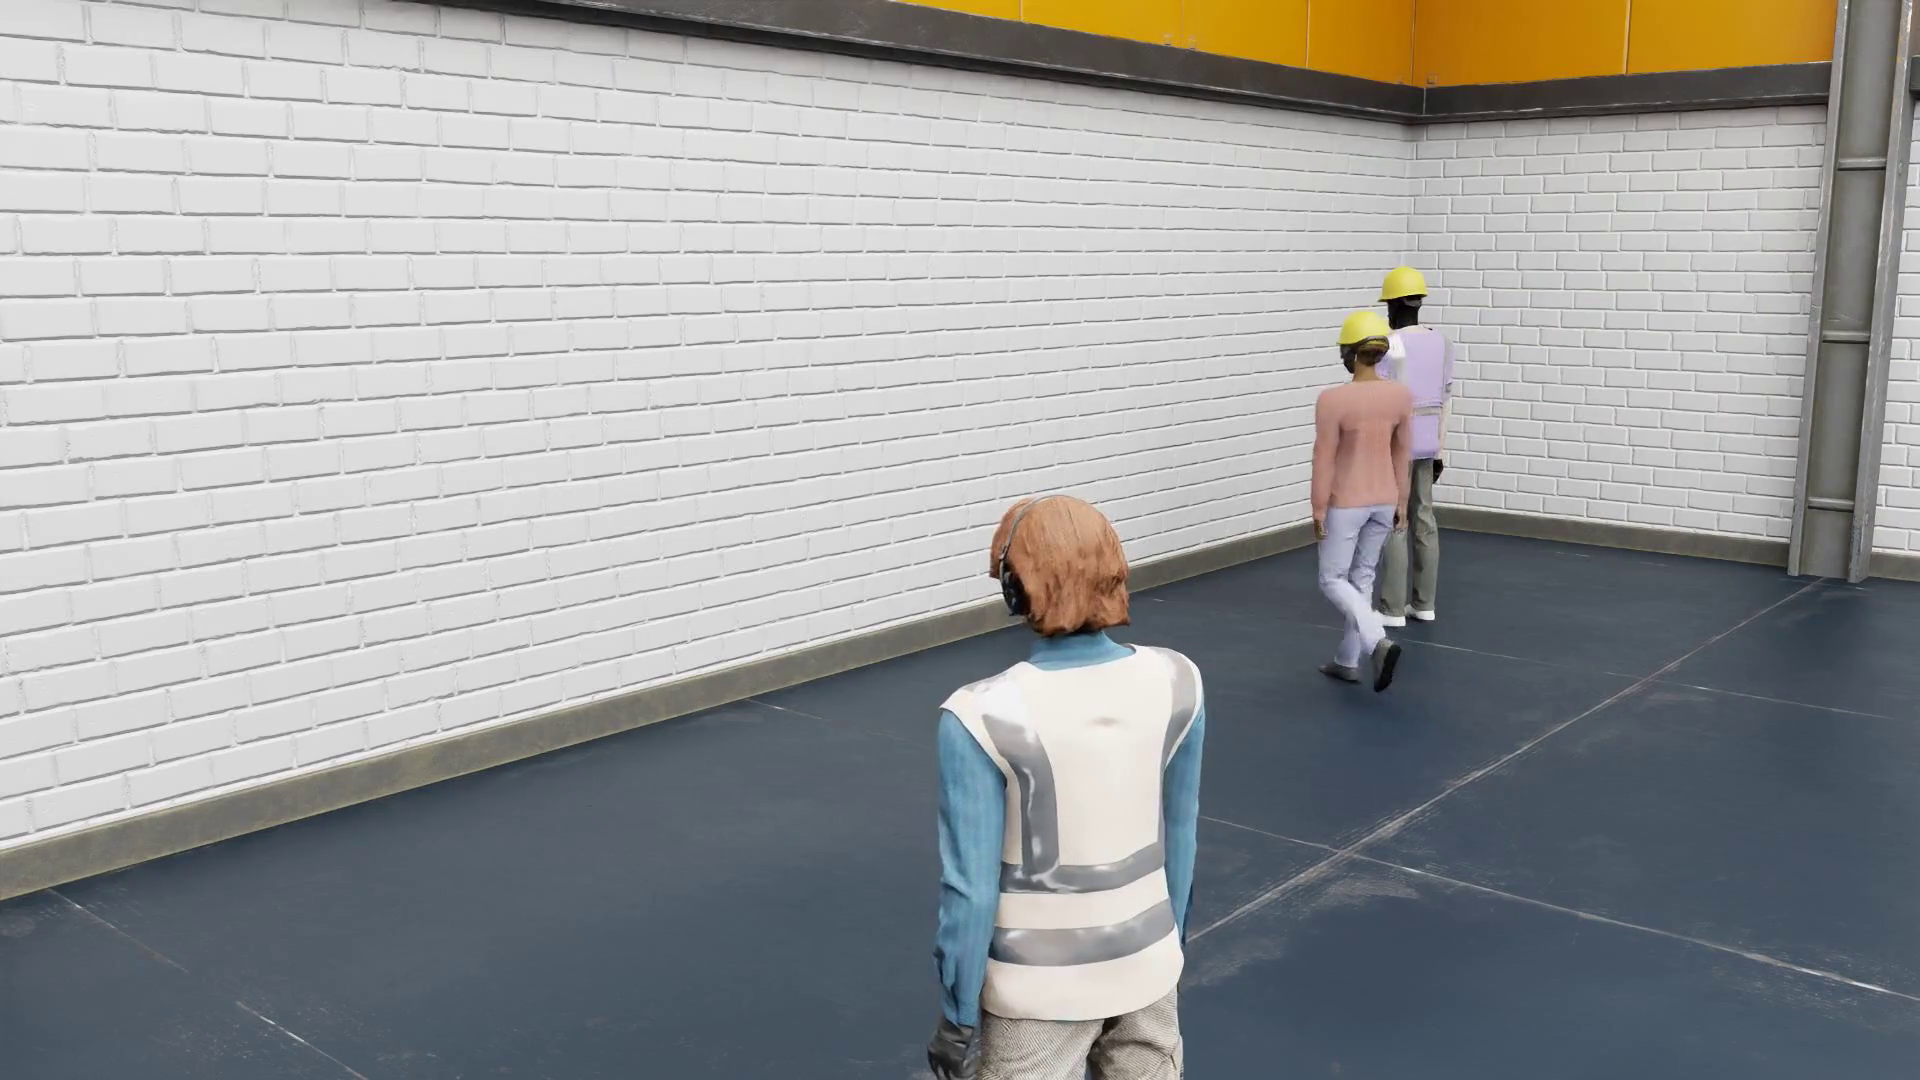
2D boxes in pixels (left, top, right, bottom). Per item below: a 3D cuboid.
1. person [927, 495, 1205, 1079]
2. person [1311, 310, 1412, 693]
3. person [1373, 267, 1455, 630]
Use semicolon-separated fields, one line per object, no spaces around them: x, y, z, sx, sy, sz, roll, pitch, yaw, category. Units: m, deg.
0.180;0.737;2.731;0.514;1.639;0.314;-6;12;-31;person
1.842;-0.159;7.528;0.529;1.749;0.641;-4;11;-23;person
2.353;-0.486;8.879;0.594;1.922;0.385;-6;12;-32;person
